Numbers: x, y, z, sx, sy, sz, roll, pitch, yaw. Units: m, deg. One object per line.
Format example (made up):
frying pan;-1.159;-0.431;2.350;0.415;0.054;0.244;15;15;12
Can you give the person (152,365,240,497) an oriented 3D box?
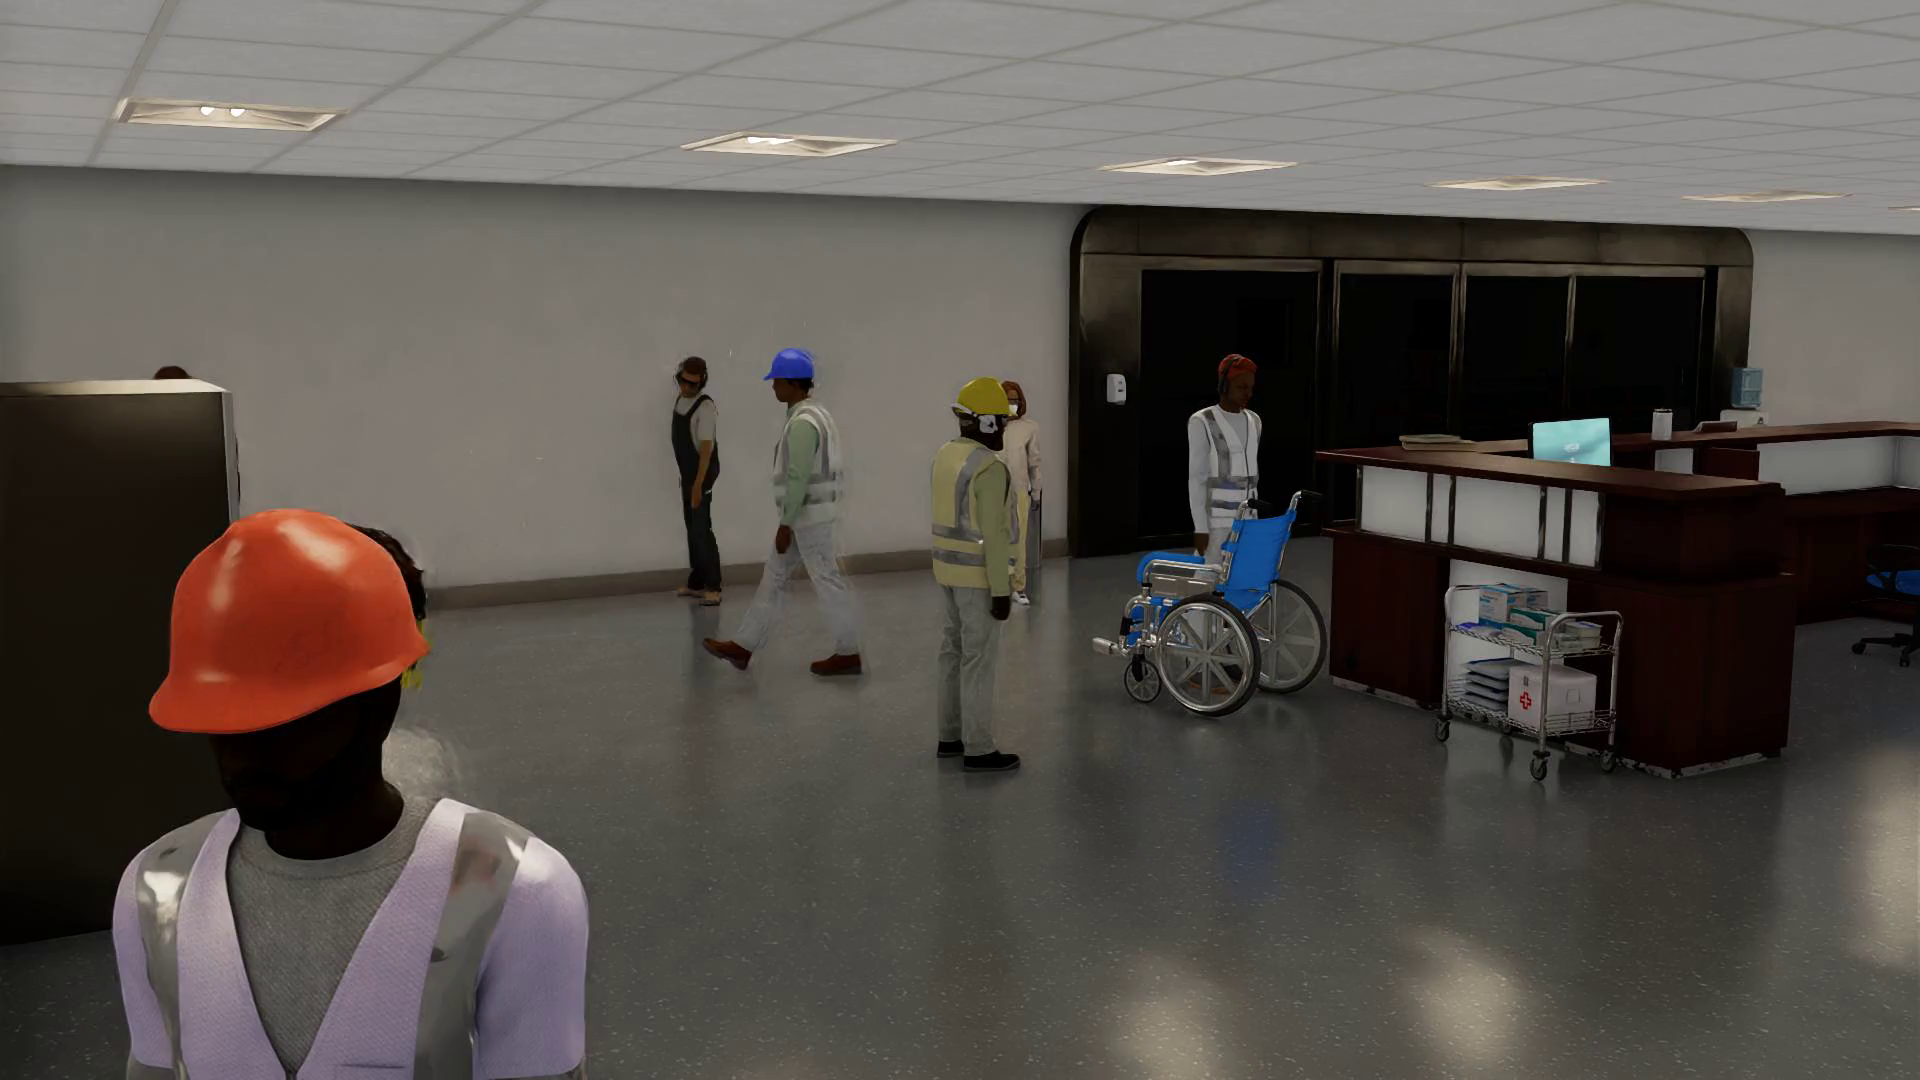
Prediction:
person;-4.330;-0.051;9.216;0.652;1.830;0.522;-4;9;-27

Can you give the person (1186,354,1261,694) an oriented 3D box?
person;1.494;-0.097;9.335;0.573;1.887;0.359;-7;11;-42

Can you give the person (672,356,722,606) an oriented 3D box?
person;-1.944;-0.431;12.085;0.345;1.807;0.665;-4;9;-29

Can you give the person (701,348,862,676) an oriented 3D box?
person;-1.016;-0.143;9.600;0.965;1.896;0.639;-1;8;-8

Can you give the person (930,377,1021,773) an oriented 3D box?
person;0.077;0.159;7.724;0.403;1.824;0.597;-4;9;-26

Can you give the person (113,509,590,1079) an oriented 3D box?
person;-0.669;0.921;1.840;0.539;1.929;0.384;1;8;6

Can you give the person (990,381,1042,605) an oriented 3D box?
person;0.340;-0.331;11.987;0.504;1.628;0.285;-1;8;-7
